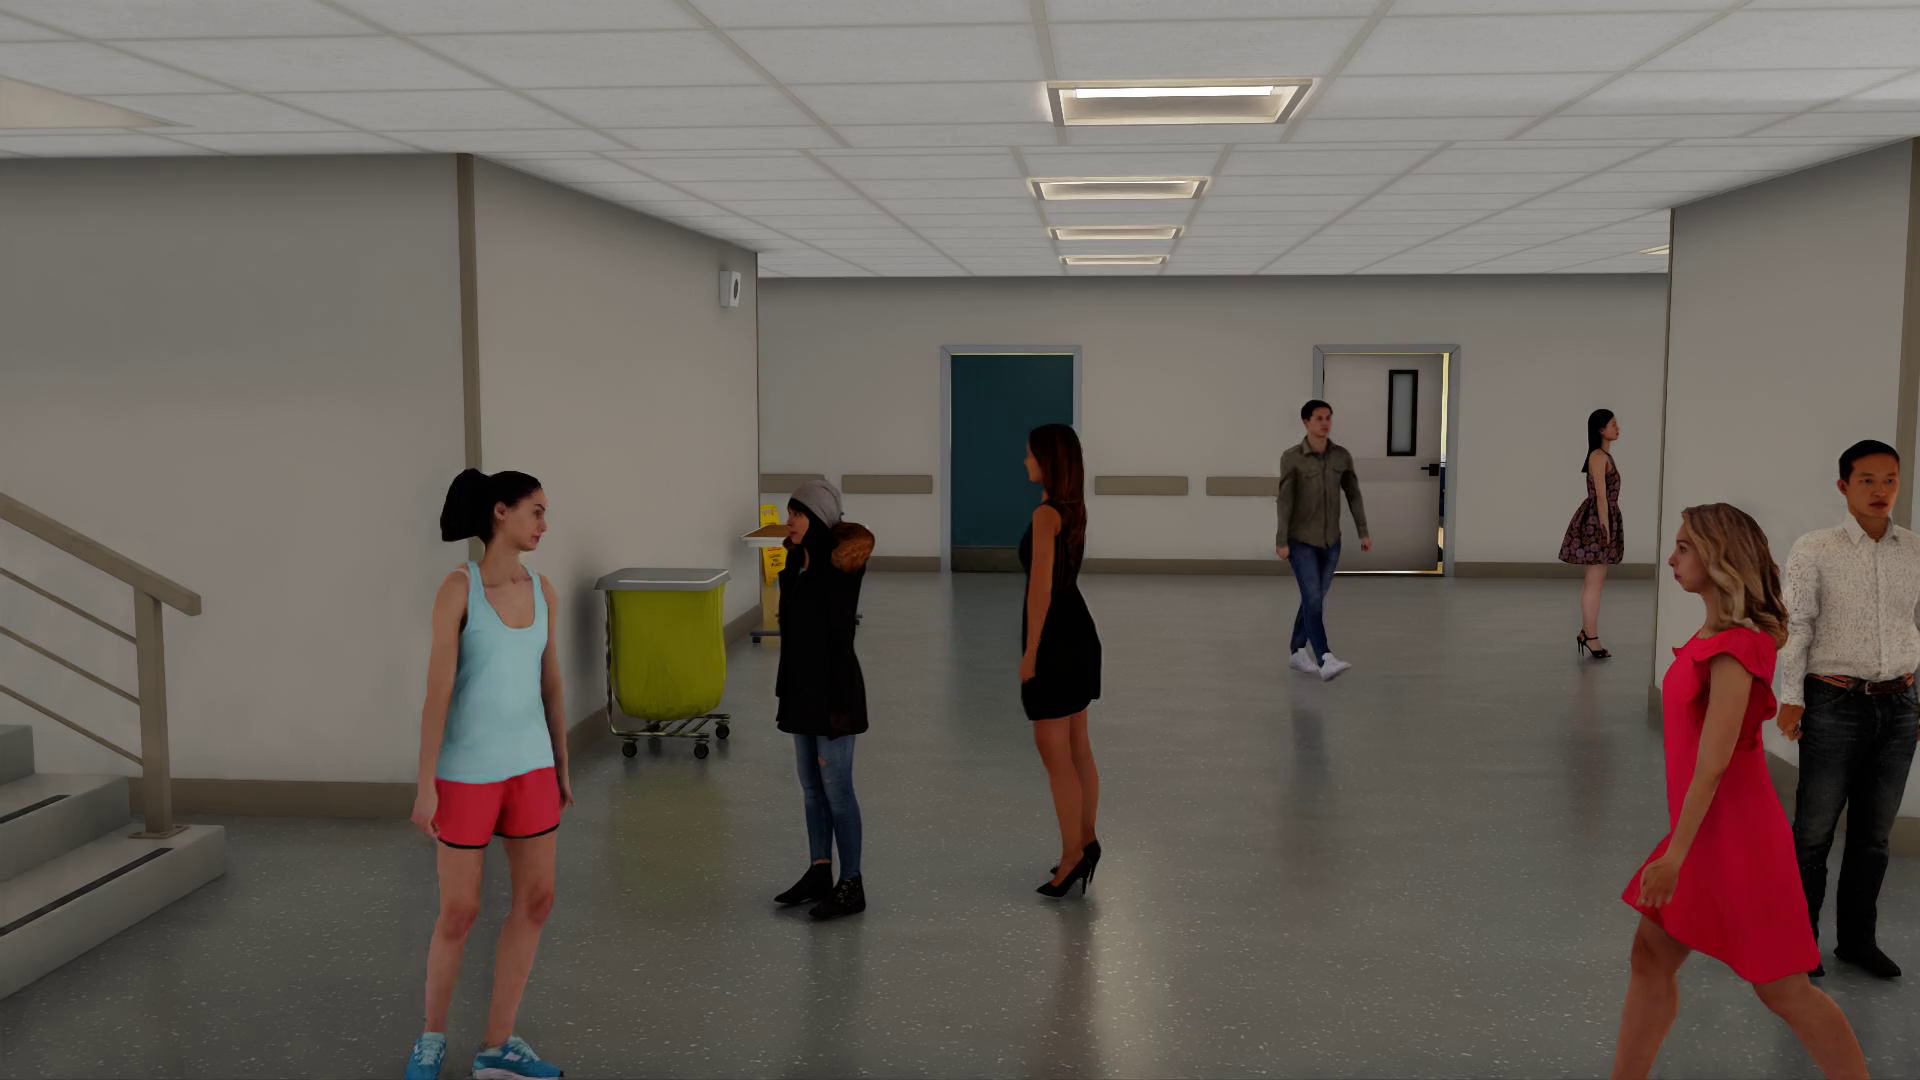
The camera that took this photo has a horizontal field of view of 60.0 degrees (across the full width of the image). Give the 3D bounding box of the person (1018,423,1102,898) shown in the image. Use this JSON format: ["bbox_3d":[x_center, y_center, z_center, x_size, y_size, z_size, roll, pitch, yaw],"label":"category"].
[{"bbox_3d":[0.390,0.465,6.492,0.600,1.830,0.638,2,6,21],"label":"person"}]

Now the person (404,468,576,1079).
[{"bbox_3d":[-1.367,0.693,4.710,0.829,1.733,0.874,-4,7,-36],"label":"person"}]

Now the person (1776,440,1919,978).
[{"bbox_3d":[3.020,0.564,5.611,0.476,1.809,0.733,0,6,2],"label":"person"}]

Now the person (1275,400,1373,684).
[{"bbox_3d":[2.299,0.020,10.977,1.185,1.818,1.097,-2,6,-22],"label":"person"}]

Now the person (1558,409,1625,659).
[{"bbox_3d":[4.584,-0.053,11.922,0.746,1.775,0.731,2,6,19],"label":"person"}]

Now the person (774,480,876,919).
[{"bbox_3d":[-0.519,0.585,6.285,0.785,1.633,0.731,-4,7,-37],"label":"person"}]

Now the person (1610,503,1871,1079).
[{"bbox_3d":[1.980,0.786,4.048,1.036,1.680,0.631,1,6,10],"label":"person"}]
